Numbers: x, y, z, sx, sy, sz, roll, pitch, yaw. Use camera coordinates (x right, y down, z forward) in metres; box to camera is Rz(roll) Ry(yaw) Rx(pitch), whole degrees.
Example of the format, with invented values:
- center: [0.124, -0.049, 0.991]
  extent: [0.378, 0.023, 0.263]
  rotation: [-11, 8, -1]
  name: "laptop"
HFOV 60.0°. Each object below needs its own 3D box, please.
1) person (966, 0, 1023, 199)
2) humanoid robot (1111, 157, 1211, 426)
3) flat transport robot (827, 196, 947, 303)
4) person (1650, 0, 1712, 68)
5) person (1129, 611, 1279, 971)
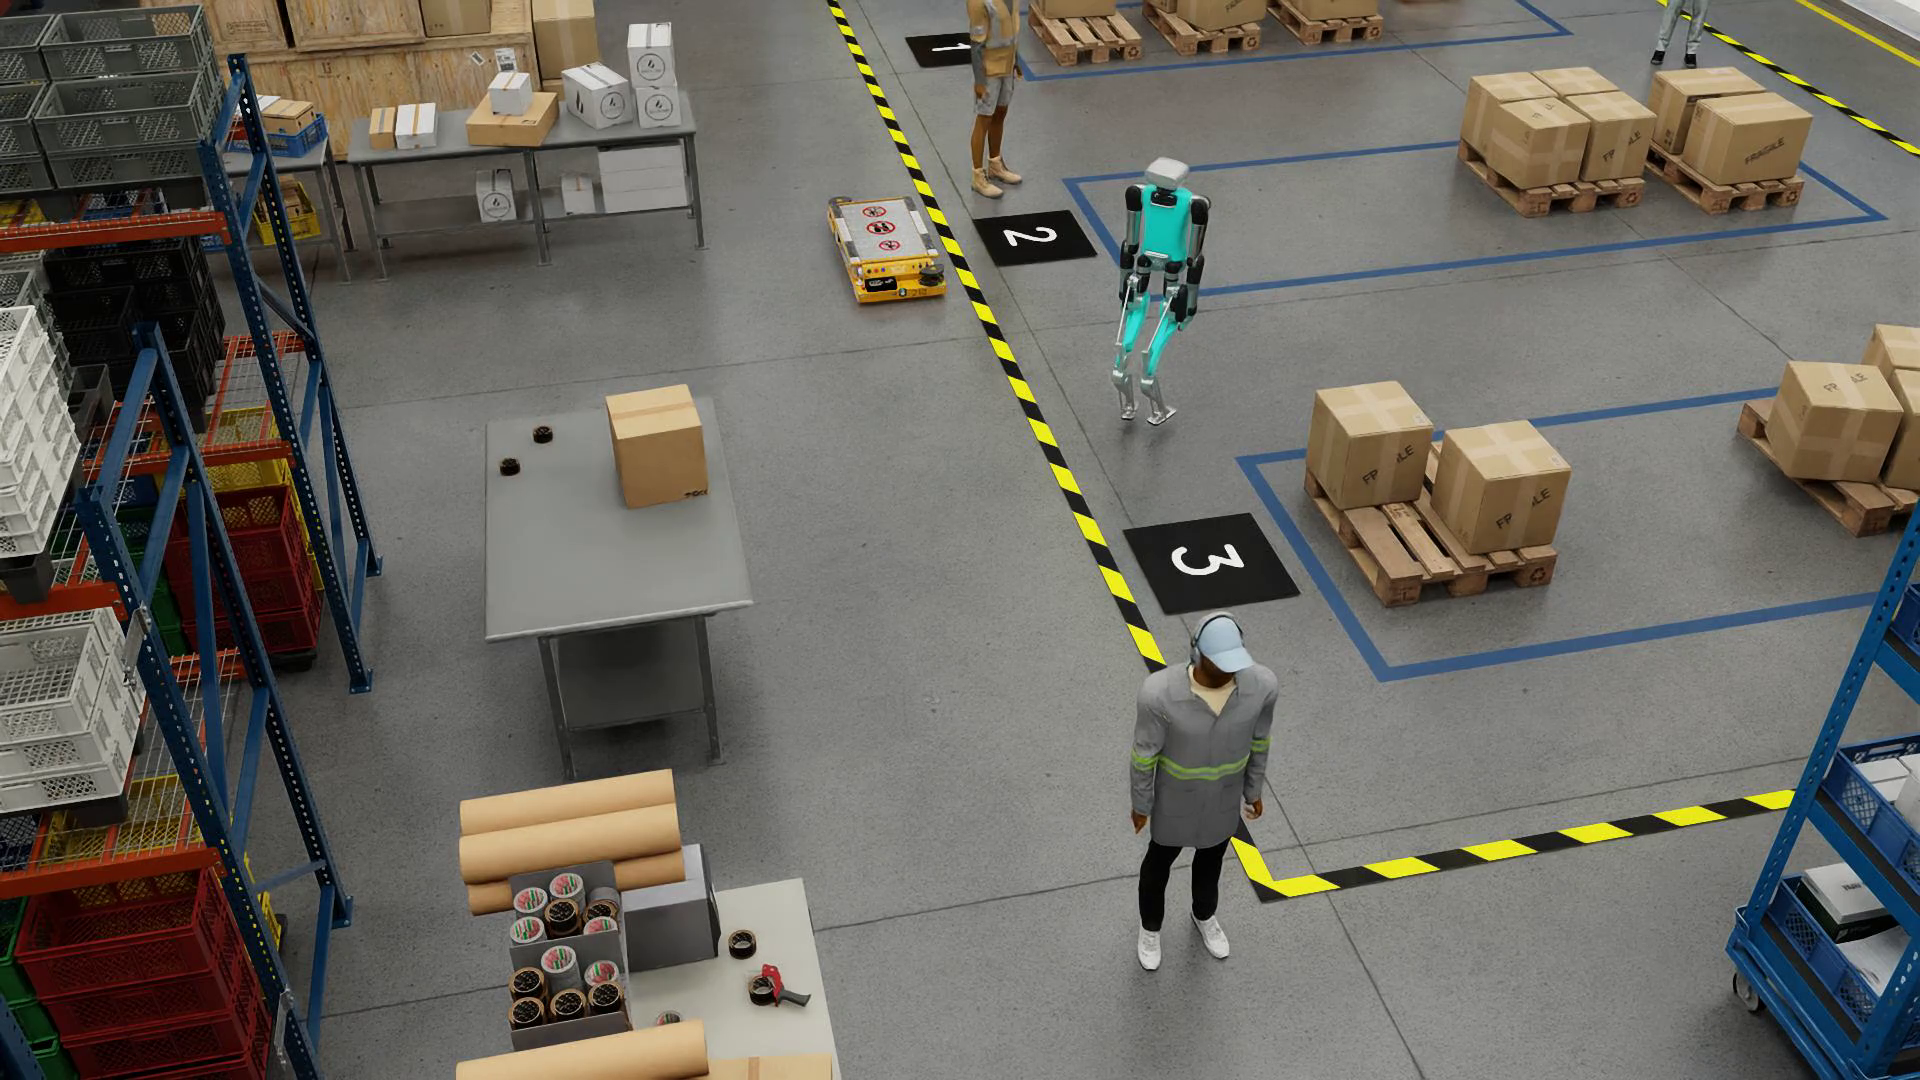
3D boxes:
- center: [0.306, -3.712, 13.066]
  extent: [0.388, 2.034, 0.605]
  rotation: [22, 42, 27]
  name: "person"
- center: [1.136, -1.430, 10.133]
  extent: [0.533, 1.677, 0.735]
  rotation: [17, 40, 22]
  name: "humanoid robot"
- center: [-0.570, -2.220, 12.538]
  extent: [0.659, 0.231, 1.431]
  rotation: [-8, 37, -10]
  name: "flat transport robot"
- center: [6.834, -5.297, 15.361]
  extent: [0.589, 1.834, 0.404]
  rotation: [11, 38, 14]
  name: "person"
- center: [0.979, 1.039, 6.831]
  extent: [0.594, 1.852, 0.367]
  rotation: [-6, 37, -8]
  name: "person"
